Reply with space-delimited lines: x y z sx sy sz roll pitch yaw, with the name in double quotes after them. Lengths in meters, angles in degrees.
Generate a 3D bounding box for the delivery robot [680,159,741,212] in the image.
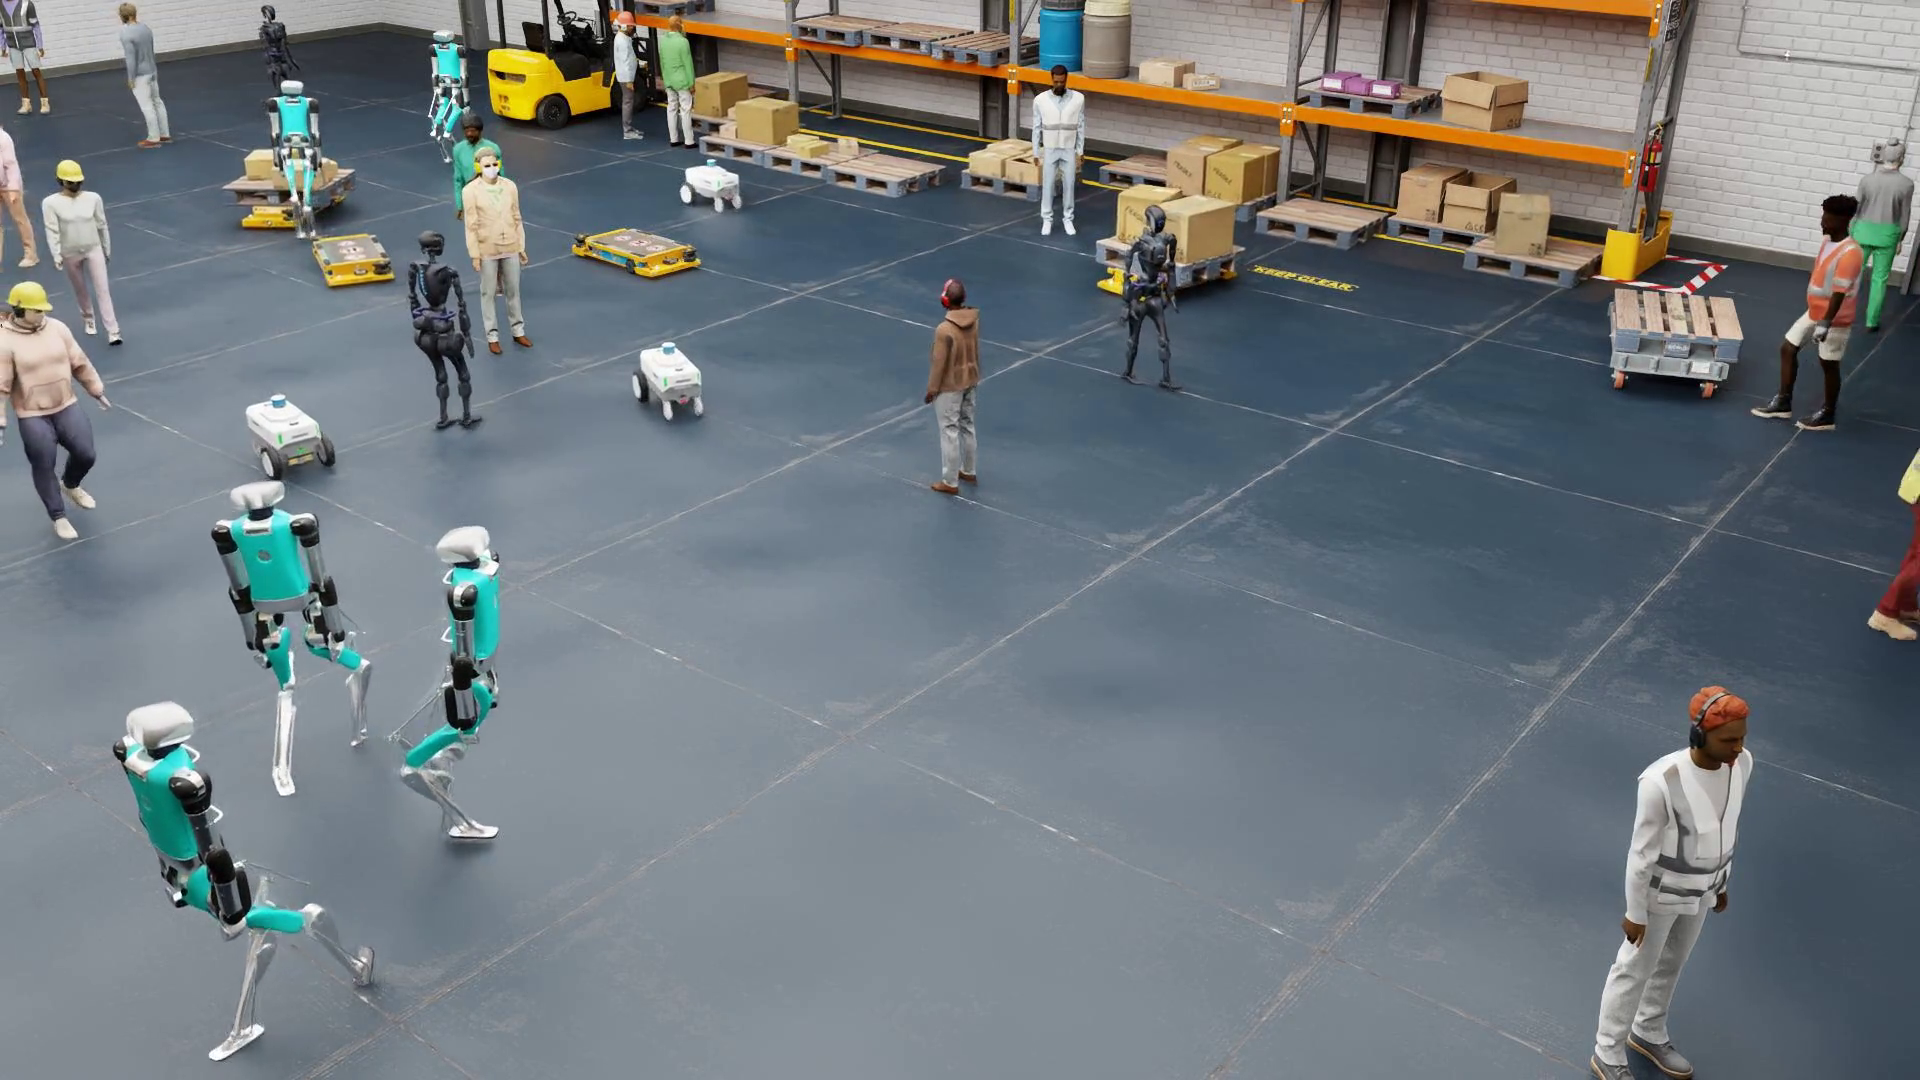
-3.008 -4.310 20.169 0.499 0.596 0.795 -23 34 -39 "delivery robot"

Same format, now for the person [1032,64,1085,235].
1.112 -4.420 18.845 0.595 1.908 0.408 -2 26 -5 "person"

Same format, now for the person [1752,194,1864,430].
6.903 -1.820 13.412 0.744 1.936 0.628 2 26 4 "person"

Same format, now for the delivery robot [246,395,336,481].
-5.251 -0.818 12.955 0.499 0.612 0.805 -21 33 -36 "delivery robot"

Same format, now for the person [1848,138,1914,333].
8.653 -2.881 15.717 0.513 1.853 0.346 17 30 31 "person"

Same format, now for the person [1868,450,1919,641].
6.054 -0.220 10.337 0.416 1.751 0.529 14 29 27 "person"

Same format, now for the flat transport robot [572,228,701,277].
-3.524 -3.131 18.055 1.431 0.231 0.659 22 33 38 "flat transport robot"

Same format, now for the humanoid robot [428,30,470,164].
-6.687 -5.699 21.531 0.533 1.677 0.735 8 27 15 "humanoid robot"

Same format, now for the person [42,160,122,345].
-8.135 -2.664 15.422 0.532 1.706 0.952 -16 30 -29 "person"

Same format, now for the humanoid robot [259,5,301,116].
-10.134 -7.086 24.641 0.577 1.644 0.594 10 27 19 "humanoid robot"

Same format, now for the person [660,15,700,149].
-3.853 -6.278 22.832 0.538 1.784 0.383 15 30 29 "person"

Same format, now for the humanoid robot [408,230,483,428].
-4.224 -1.704 13.487 0.588 1.650 0.324 10 28 20 "humanoid robot"

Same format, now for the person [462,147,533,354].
-4.252 -2.664 15.244 0.553 1.877 0.414 -19 32 -34 "person"

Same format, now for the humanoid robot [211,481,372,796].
-3.564 0.444 9.006 0.570 1.793 0.863 -2 26 -4 "humanoid robot"

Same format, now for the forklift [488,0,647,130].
-5.874 -7.334 24.552 1.214 2.155 2.313 19 32 34 "forklift"

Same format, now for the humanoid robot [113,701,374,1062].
-2.969 1.364 7.102 0.551 1.802 0.903 17 31 32 "humanoid robot"

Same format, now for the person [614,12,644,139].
-4.667 -6.540 23.425 0.351 1.739 0.572 -6 26 -12 "person"

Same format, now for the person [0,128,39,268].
-10.121 -3.650 17.425 0.557 1.751 0.800 1 26 2 "person"

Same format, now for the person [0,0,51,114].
-14.041 -7.399 24.861 0.612 2.039 0.390 -3 26 -6 "person"

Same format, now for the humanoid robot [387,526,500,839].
-2.584 0.829 8.299 0.722 1.903 0.547 0 26 -1 "humanoid robot"

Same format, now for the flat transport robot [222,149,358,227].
-7.950 -4.004 19.863 0.659 0.231 1.431 2 26 4 "flat transport robot"

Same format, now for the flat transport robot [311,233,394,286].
-6.520 -3.017 17.819 0.659 0.231 1.431 -12 28 -23 "flat transport robot"

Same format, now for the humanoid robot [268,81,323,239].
-7.331 -4.153 18.504 0.573 1.769 0.917 -10 27 -20 "humanoid robot"

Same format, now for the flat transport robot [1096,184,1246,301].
2.175 -2.760 17.287 1.431 0.231 0.659 -20 32 -35 "flat transport robot"

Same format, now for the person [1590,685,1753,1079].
2.911 1.433 6.750 0.572 1.882 0.357 -14 29 -26 "person"

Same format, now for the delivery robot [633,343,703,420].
-2.457 -1.373 14.108 0.499 0.614 0.817 -12 28 -24 "delivery robot"

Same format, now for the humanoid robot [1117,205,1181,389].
1.631 -2.077 14.271 0.598 1.629 0.623 -16 30 -30 "humanoid robot"

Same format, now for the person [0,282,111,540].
-6.415 -0.930 11.647 0.456 1.814 0.837 19 32 34 "person"

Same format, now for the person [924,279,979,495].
-0.039 -1.131 12.327 0.362 1.645 0.480 19 31 34 "person"

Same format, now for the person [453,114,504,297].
-4.873 -3.460 16.982 0.529 1.803 0.900 0 26 0 "person"

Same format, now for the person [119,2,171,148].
-11.252 -6.399 22.905 0.355 1.937 0.634 2 26 4 "person"
